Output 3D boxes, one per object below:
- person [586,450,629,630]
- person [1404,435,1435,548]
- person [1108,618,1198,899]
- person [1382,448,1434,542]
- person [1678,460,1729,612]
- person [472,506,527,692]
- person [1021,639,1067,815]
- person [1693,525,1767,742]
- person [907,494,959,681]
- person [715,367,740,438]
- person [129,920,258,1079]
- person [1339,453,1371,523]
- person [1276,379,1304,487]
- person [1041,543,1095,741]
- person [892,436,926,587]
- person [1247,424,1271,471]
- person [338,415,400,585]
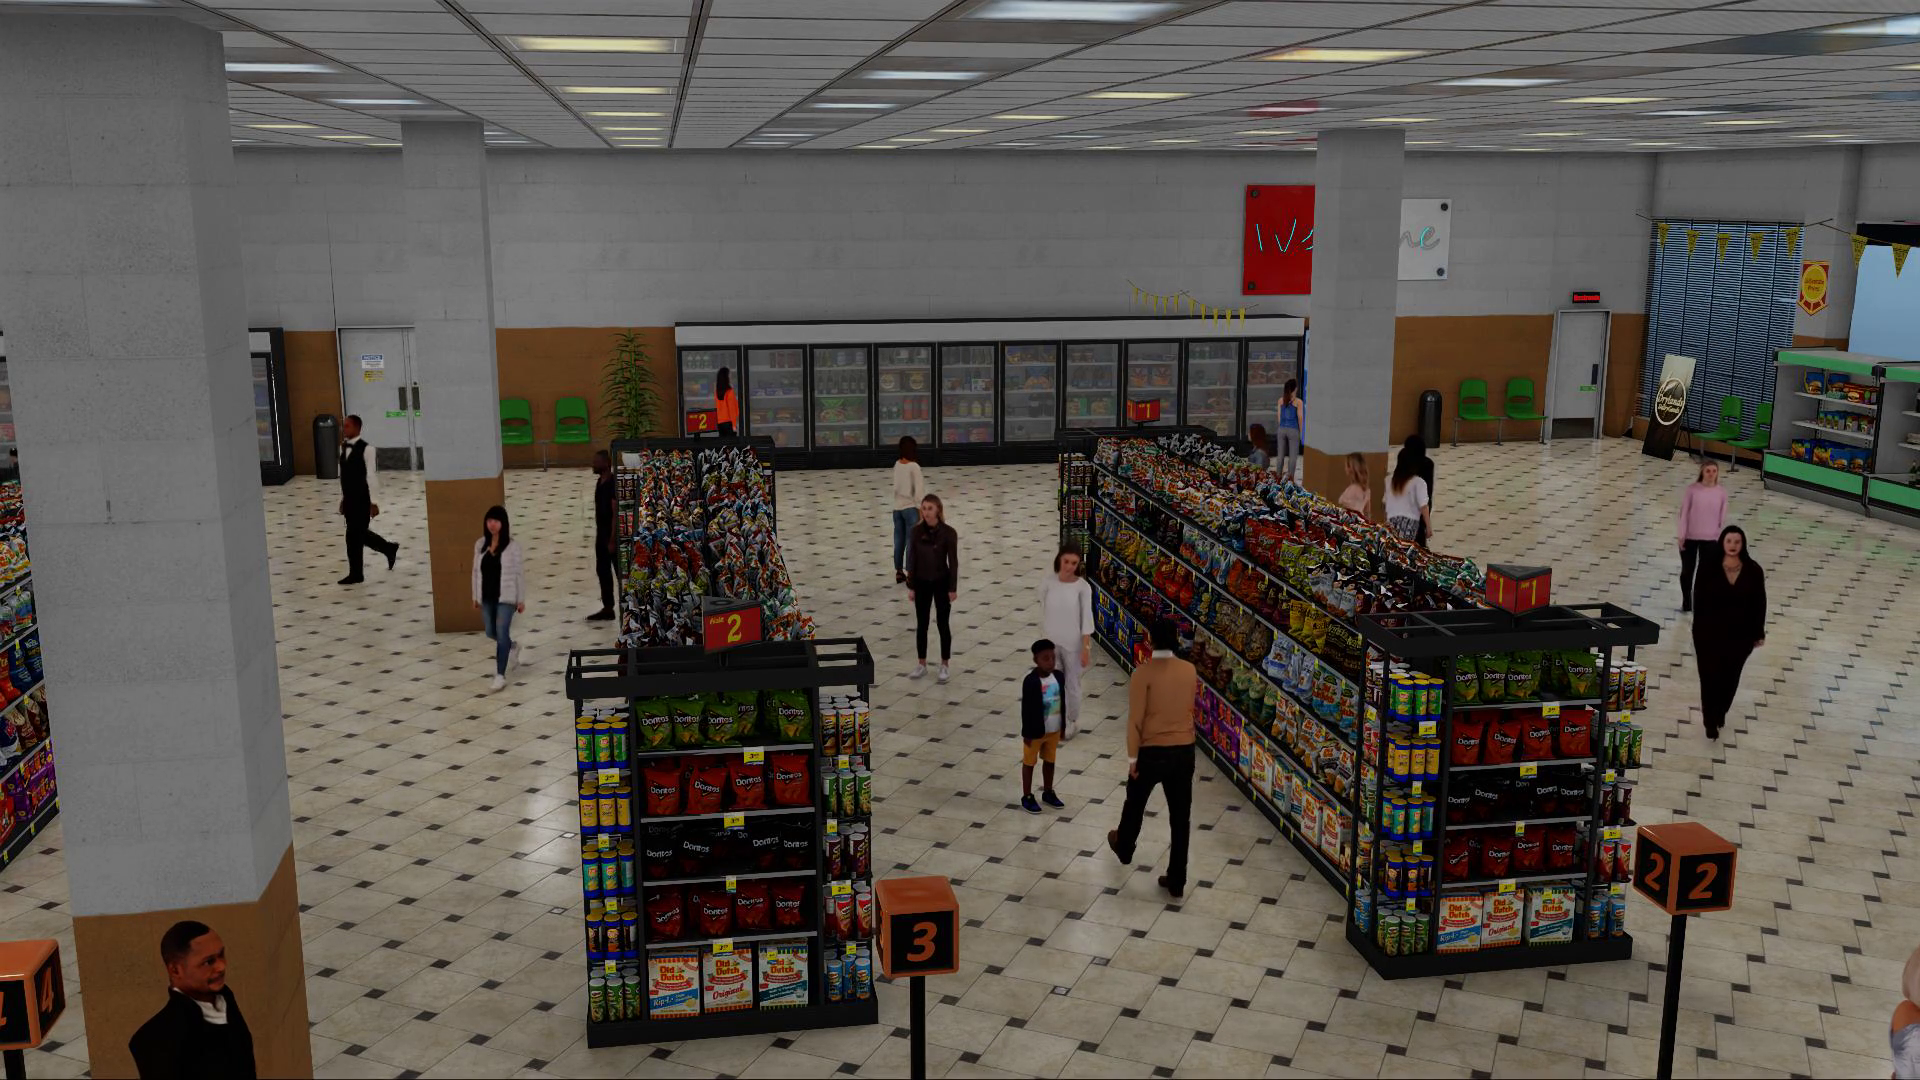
[{"bbox_3d":[-3.539,-0.019,16.877,0.929,1.803,0.802,-8,14,-34],"label":"person"},{"bbox_3d":[5.241,-0.411,19.198,0.650,1.614,0.643,-4,12,-17],"label":"person"},{"bbox_3d":[1.307,1.388,10.404,0.720,1.717,1.094,-4,12,-17],"label":"person"},{"bbox_3d":[4.686,-0.125,17.778,1.037,1.639,1.161,-6,13,-26],"label":"person"},{"bbox_3d":[7.618,-0.005,17.174,0.972,1.653,1.174,4,13,20],"label":"person"},{"bbox_3d":[-4.107,0.493,14.889,0.831,1.622,1.052,2,12,9],"label":"person"},{"bbox_3d":[0.584,1.309,11.868,0.582,1.268,0.616,-7,14,-30],"label":"person"},{"bbox_3d":[6.200,0.737,13.495,0.948,1.717,1.138,3,12,14],"label":"person"},{"bbox_3d":[-0.238,0.419,15.040,0.675,1.703,0.651,3,12,16],"label":"person"},{"bbox_3d":[-3.538,-1.747,25.213,0.766,1.749,0.648,-9,15,-37],"label":"person"},{"bbox_3d":[-2.673,2.241,5.901,0.816,1.904,0.618,0,12,2],"label":"person"},{"bbox_3d":[3.992,0.056,16.492,0.766,1.816,0.707,10,15,40],"label":"person"},{"bbox_3d":[4.924,-1.611,24.910,0.646,1.608,0.702,8,14,32],"label":"person"},{"bbox_3d":[0.847,0.812,13.295,0.816,1.653,0.912,6,13,26],"label":"person"},{"bbox_3d":[-0.592,-0.336,18.681,0.760,1.680,0.644,-10,15,-39],"label":"person"},{"bbox_3d":[3.600,-0.517,19.550,0.847,1.676,0.933,1,12,5],"label":"person"},{"bbox_3d":[-6.717,-0.469,18.797,1.138,1.893,1.183,9,15,35],"label":"person"}]
